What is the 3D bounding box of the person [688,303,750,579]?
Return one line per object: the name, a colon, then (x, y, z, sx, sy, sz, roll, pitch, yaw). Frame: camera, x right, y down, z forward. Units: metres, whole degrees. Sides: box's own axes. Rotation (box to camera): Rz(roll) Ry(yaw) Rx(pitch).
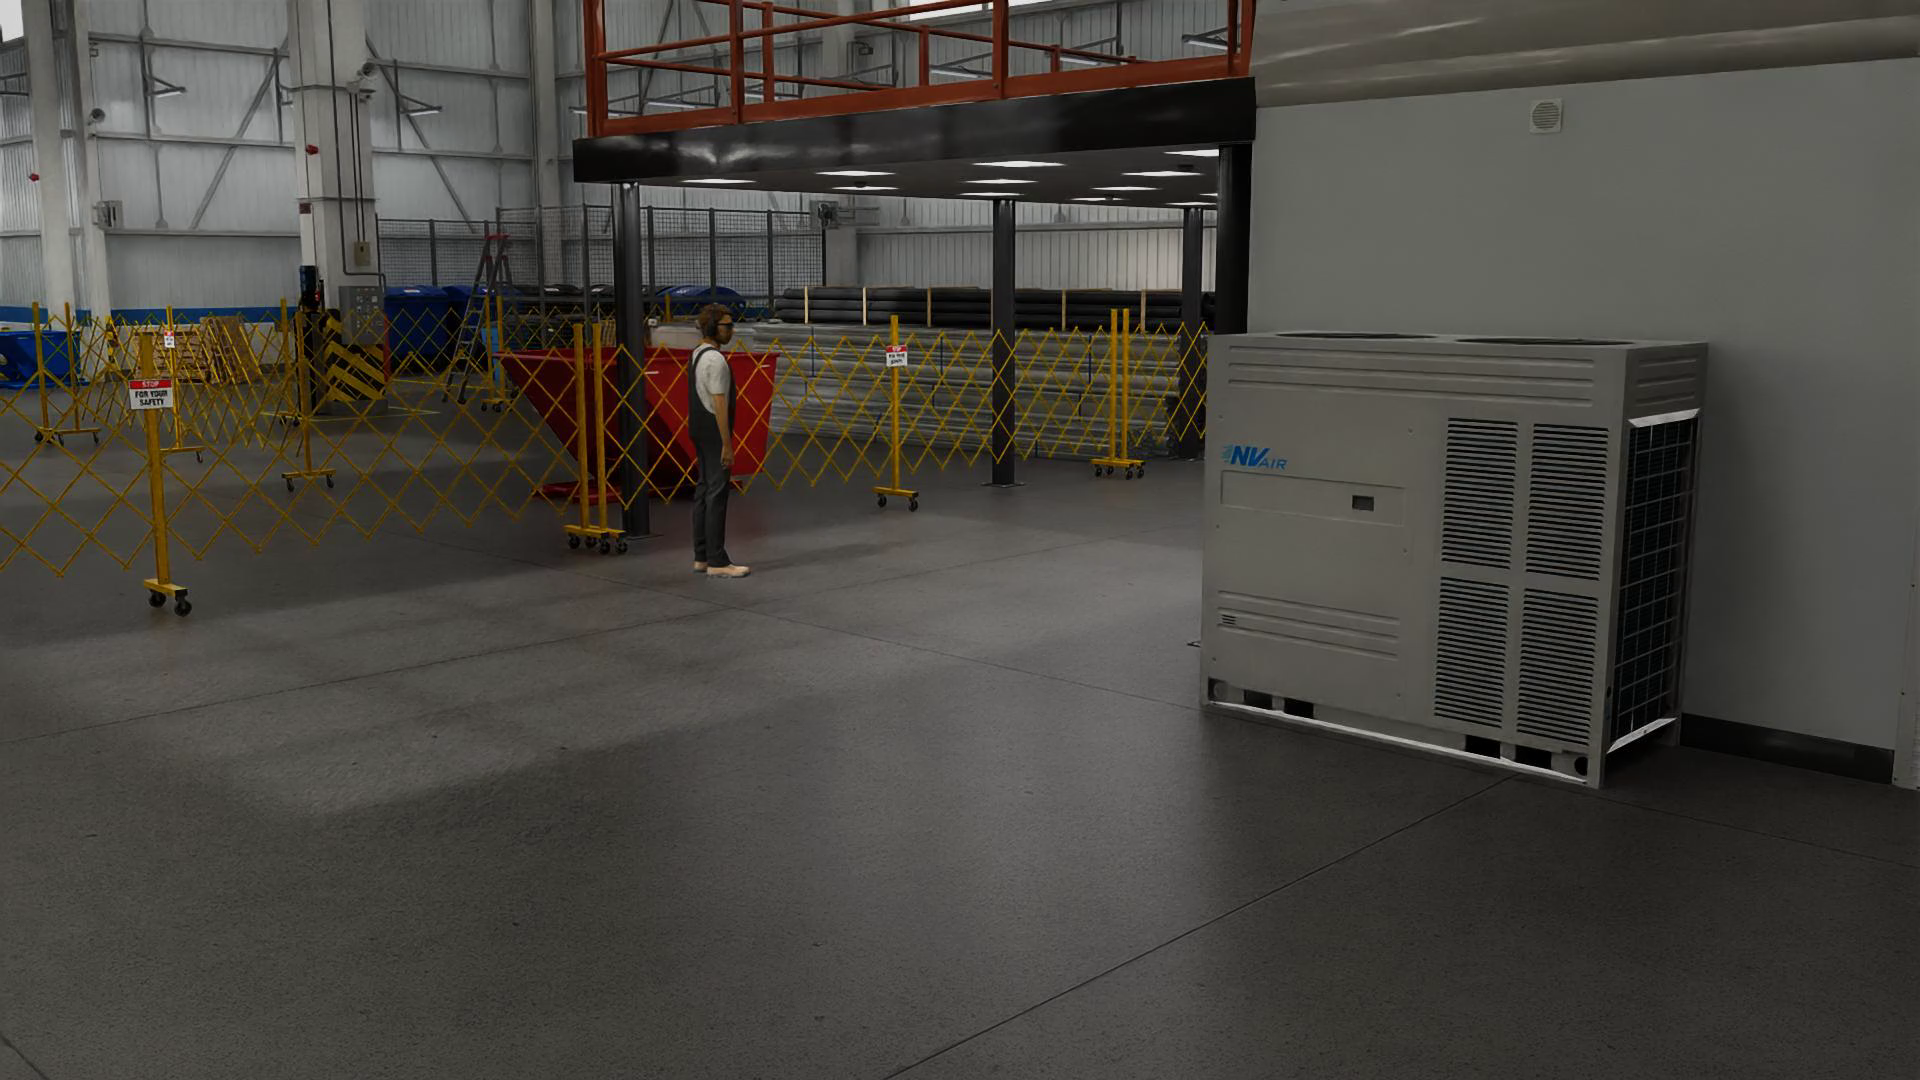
person: (-1.645, -0.662, 11.177, 0.330, 1.841, 0.520, -5, 10, -27)
